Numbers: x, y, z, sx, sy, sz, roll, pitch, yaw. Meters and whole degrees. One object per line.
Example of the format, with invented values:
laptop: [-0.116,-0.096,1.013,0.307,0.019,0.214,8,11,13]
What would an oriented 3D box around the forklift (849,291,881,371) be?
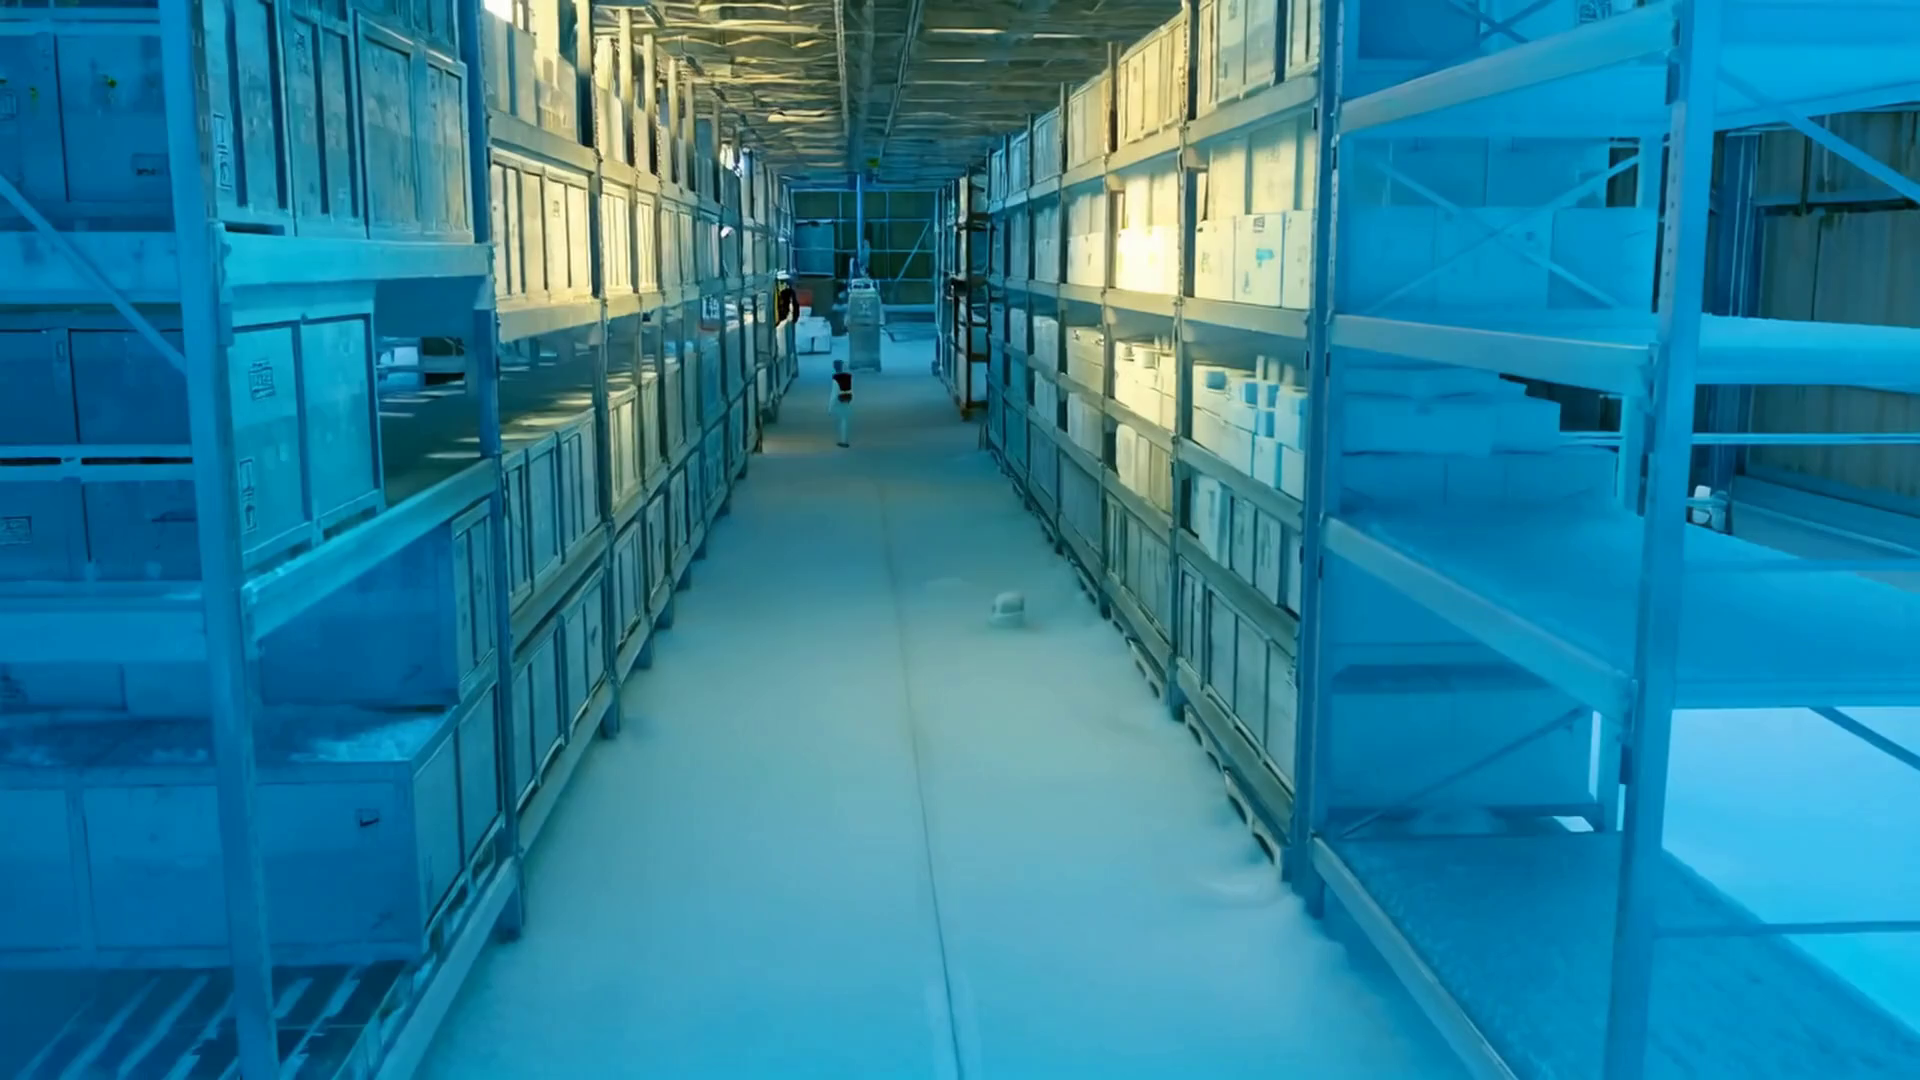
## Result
forklift: [-3.352,-7.375,58.520,1.129,2.768,1.873,0,10,-3]

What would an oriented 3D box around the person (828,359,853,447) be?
person: [-2.512,-2.833,34.514,0.567,1.823,0.613,6,11,32]

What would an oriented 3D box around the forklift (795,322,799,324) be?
forklift: [-8.144,-10.046,74.477,1.873,2.768,1.129,-5,11,-28]

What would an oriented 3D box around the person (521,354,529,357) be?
person: [-9.139,-3.002,35.321,0.548,1.898,0.608,1,10,9]

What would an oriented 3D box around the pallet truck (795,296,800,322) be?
pallet truck: [-8.622,-12.439,91.403,1.885,1.965,0.823,2,10,13]

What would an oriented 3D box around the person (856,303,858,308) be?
person: [-5.490,-12.185,90.234,0.573,1.883,0.356,5,11,29]
